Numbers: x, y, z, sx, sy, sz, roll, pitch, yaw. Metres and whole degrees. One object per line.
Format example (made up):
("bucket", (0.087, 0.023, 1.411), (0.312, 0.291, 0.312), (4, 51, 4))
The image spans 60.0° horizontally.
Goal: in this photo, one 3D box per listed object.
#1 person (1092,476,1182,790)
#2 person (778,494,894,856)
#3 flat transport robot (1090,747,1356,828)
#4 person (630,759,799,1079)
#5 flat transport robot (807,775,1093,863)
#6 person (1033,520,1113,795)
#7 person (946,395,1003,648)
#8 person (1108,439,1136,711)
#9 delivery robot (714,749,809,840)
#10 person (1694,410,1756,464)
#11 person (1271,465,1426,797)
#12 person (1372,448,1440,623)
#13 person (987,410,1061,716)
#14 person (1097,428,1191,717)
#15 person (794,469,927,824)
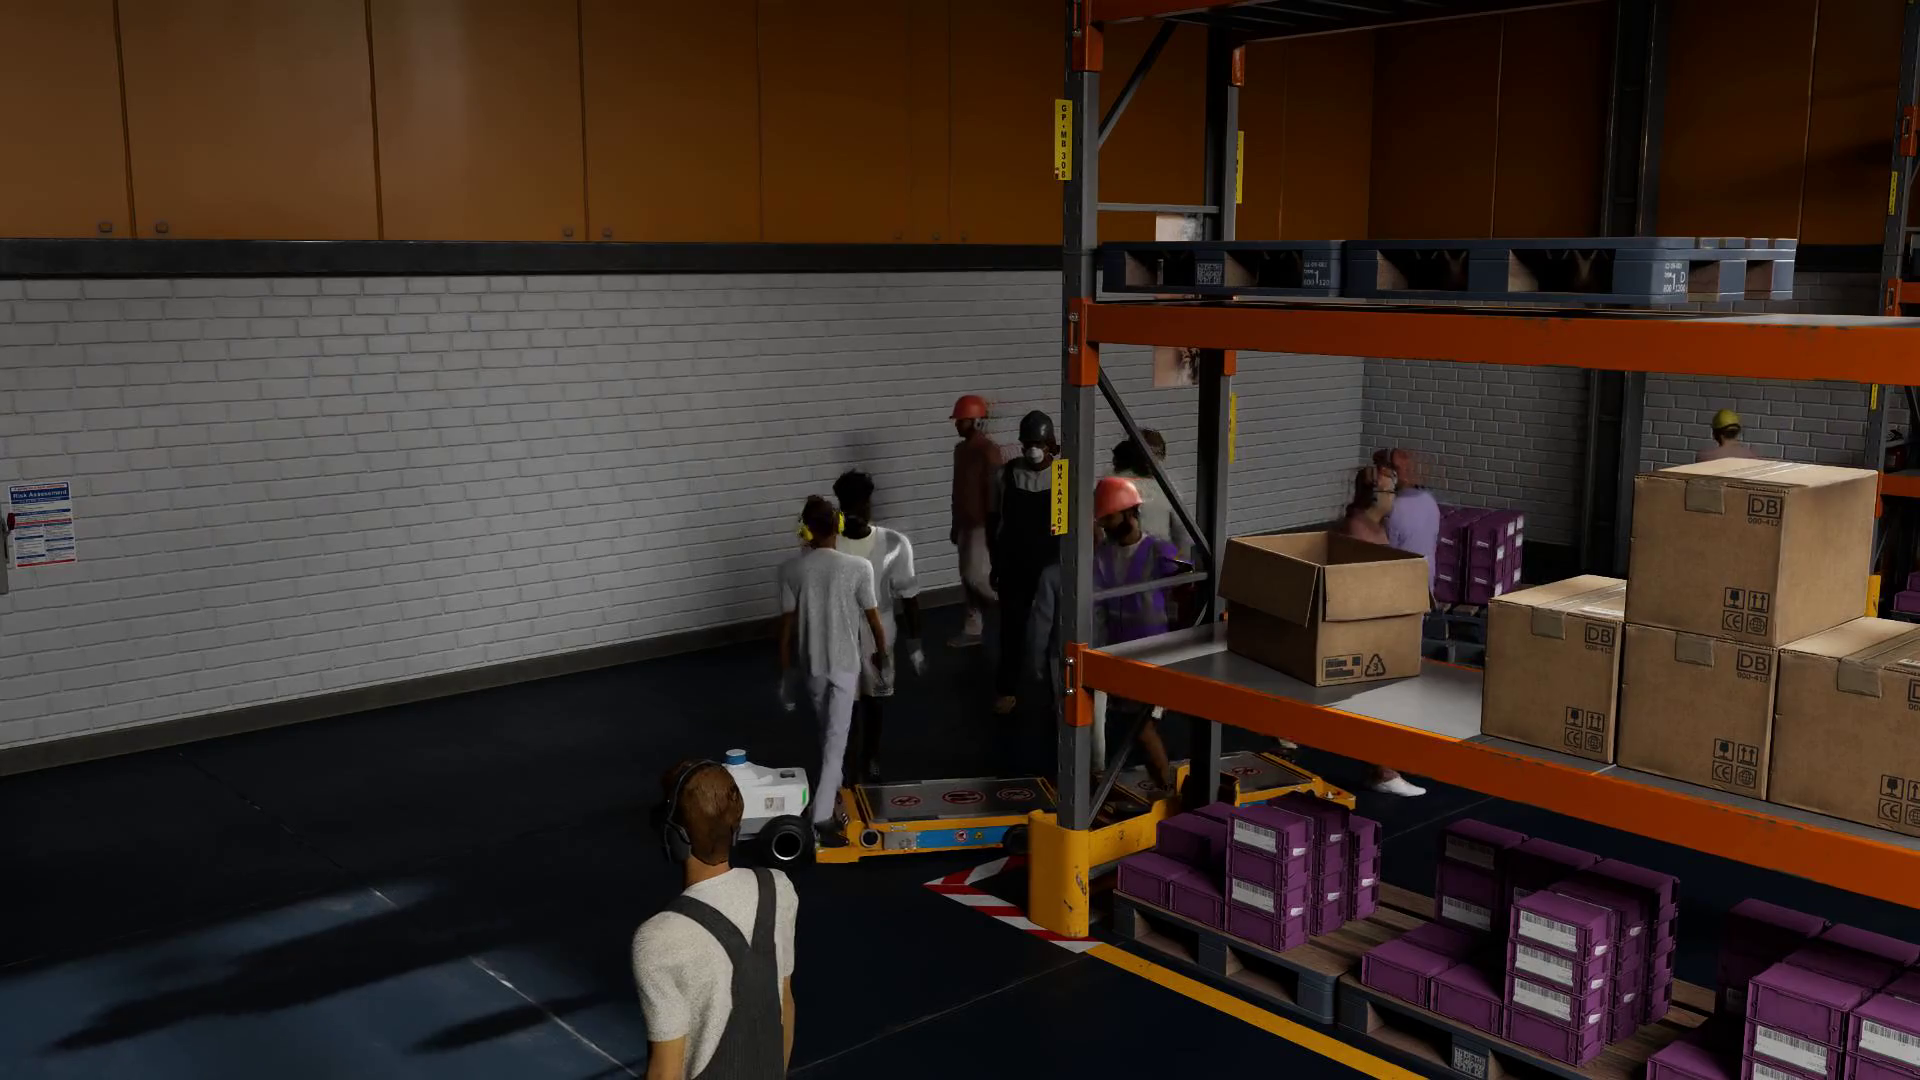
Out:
("person", (0.929, 0.603, 8.749), (0.554, 1.899, 0.559), (-8, 12, -38))
("person", (-0.665, 0.682, 8.549), (0.545, 1.824, 0.957), (2, 10, 13))
("flat transport robot", (1.365, 1.372, 9.021), (1.431, 0.197, 0.652), (-4, 11, -24))
("person", (-0.598, 1.432, 4.068), (0.349, 1.846, 0.506), (7, 12, 35))
("flat transport robot", (-0.066, 1.436, 8.648), (1.431, 0.197, 0.652), (-2, 10, -10))
("person", (0.668, 0.671, 9.254), (0.503, 1.598, 0.740), (2, 10, 9))
("person", (0.148, -0.136, 12.850), (0.515, 1.982, 0.613), (-5, 11, -25))
("person", (1.214, 0.232, 11.153), (0.348, 1.842, 0.600), (6, 11, 32))
("delivery robot", (-1.124, 1.296, 8.360), (0.707, 0.478, 0.477), (-2, 10, -10))
("person", (6.524, -0.254, 14.295), (0.538, 1.742, 0.736), (-1, 10, -3))
("person", (2.216, 0.503, 9.410), (0.829, 1.881, 0.657), (3, 10, 15))
("person", (2.733, 0.379, 10.127), (0.598, 1.879, 0.677), (9, 13, 42))
("person", (0.504, 0.160, 10.944), (0.684, 2.000, 0.535), (1, 10, 8))
("person", (1.213, 0.220, 10.932), (0.645, 1.917, 0.524), (-5, 11, -28))
("person", (-0.537, 0.559, 9.013), (0.700, 1.899, 1.023), (-1, 10, -7))
